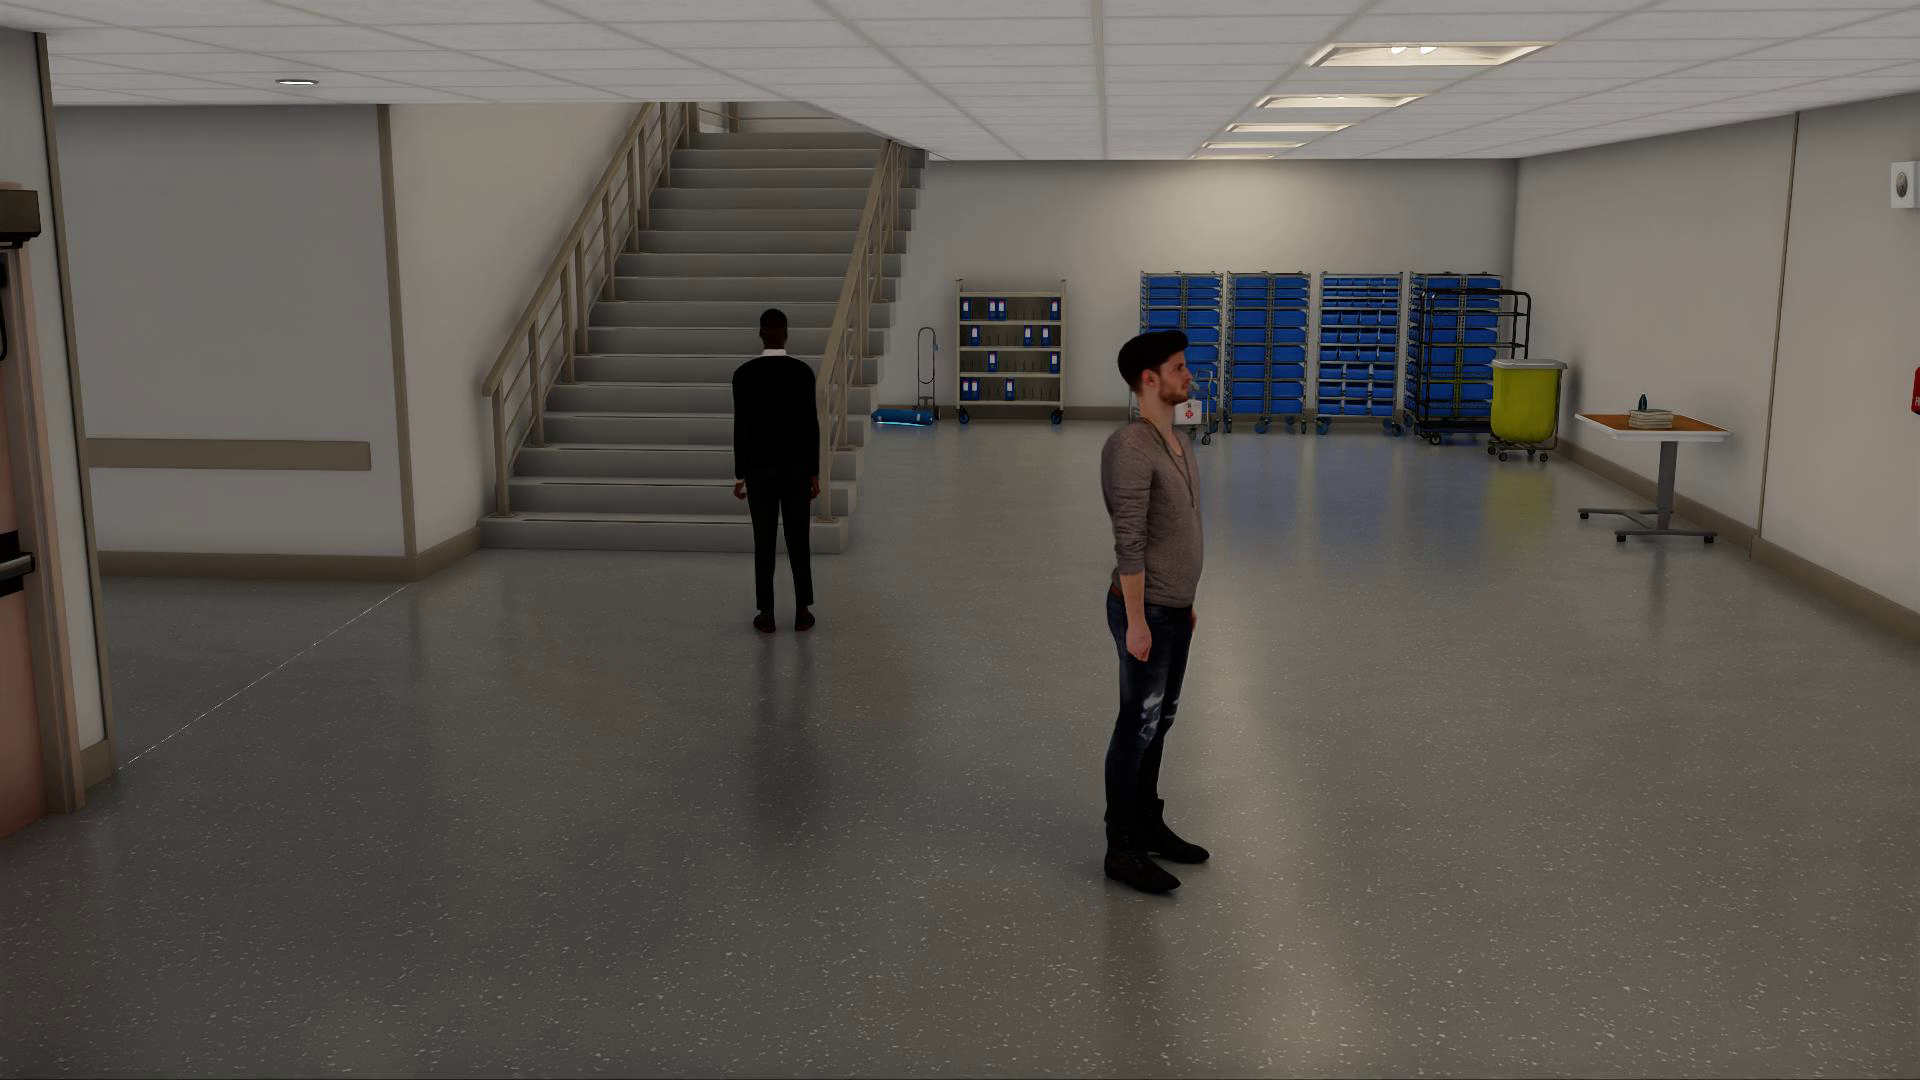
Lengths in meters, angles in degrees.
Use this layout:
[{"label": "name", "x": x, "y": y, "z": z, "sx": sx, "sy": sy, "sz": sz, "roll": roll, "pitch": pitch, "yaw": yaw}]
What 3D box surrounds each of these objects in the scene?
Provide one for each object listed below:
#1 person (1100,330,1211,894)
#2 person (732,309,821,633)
[{"label": "person", "x": 0.662, "y": 0.227, "z": 5.787, "sx": 0.818, "sy": 1.911, "sz": 0.661, "roll": 5, "pitch": 12, "yaw": 26}, {"label": "person", "x": -1.015, "y": -0.390, "z": 9.313, "sx": 0.693, "sy": 1.809, "sz": 0.635, "roll": -2, "pitch": 11, "yaw": -10}]
